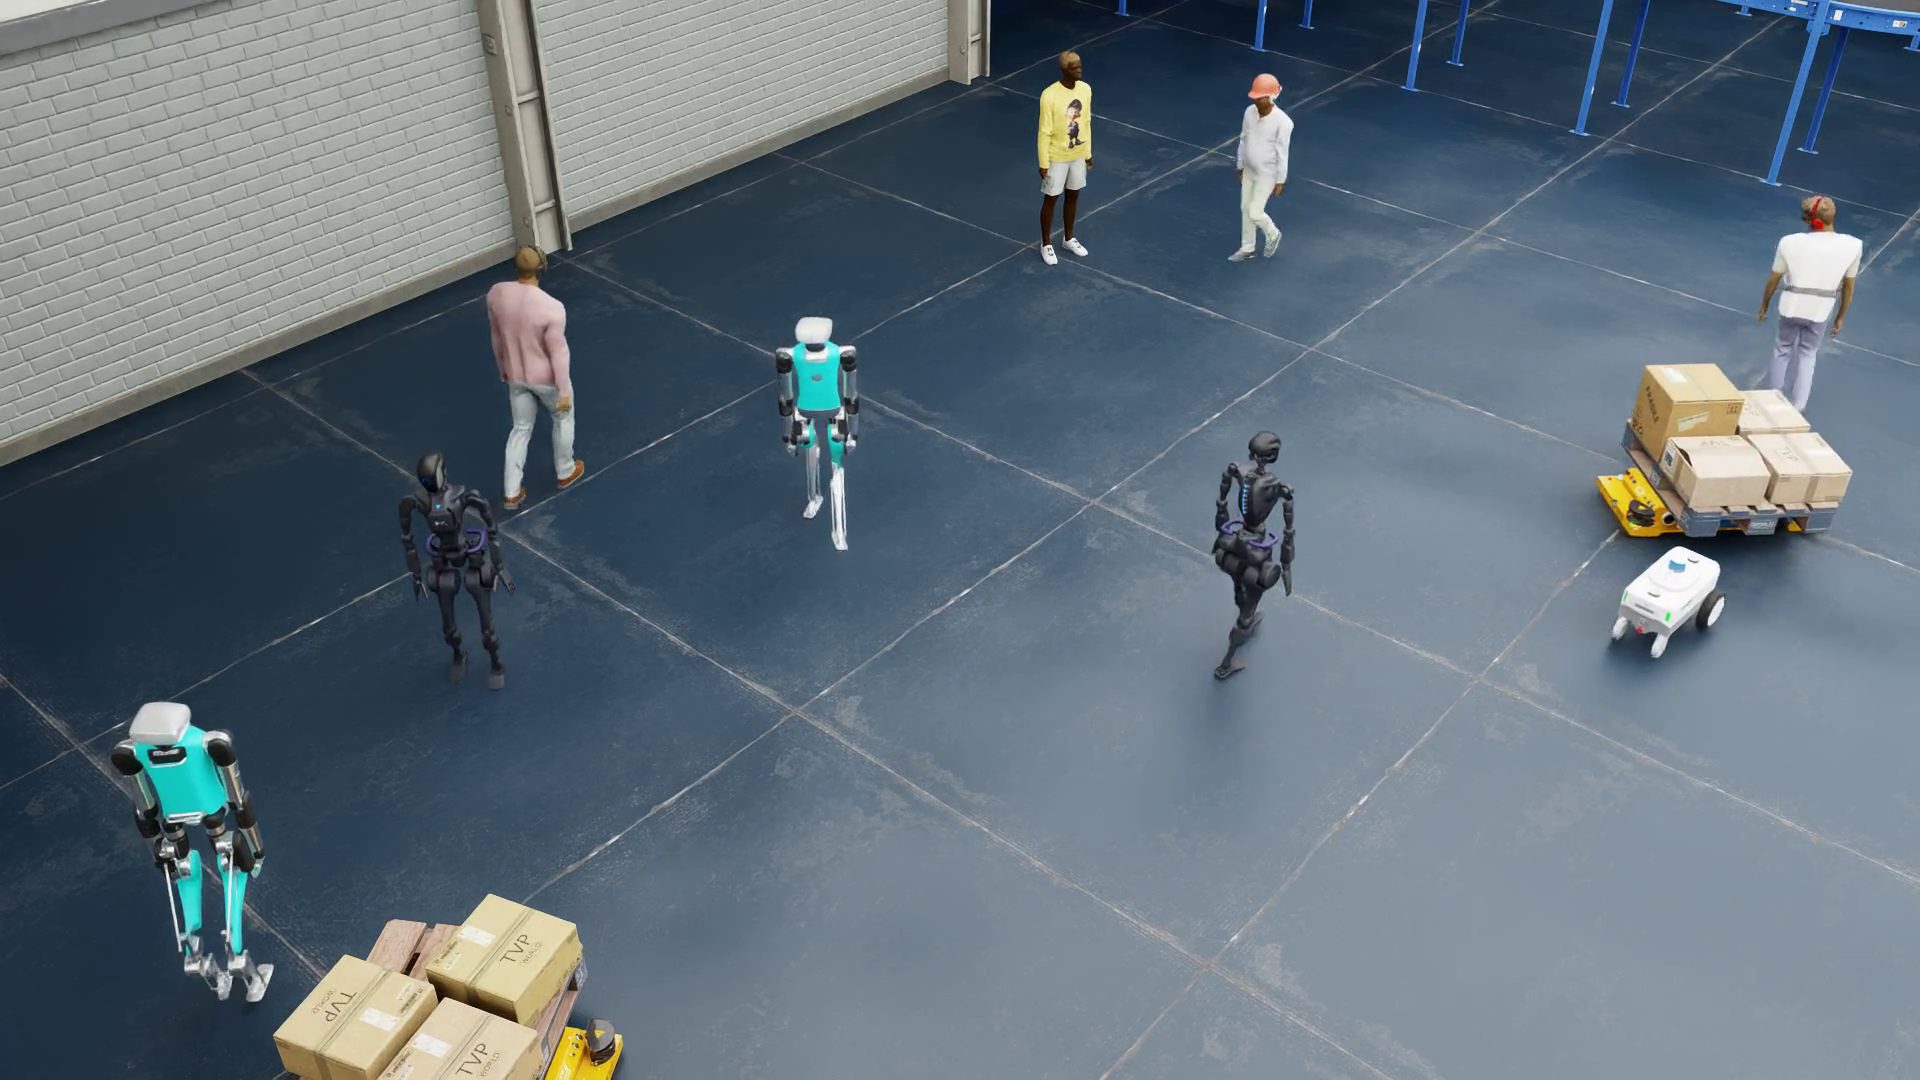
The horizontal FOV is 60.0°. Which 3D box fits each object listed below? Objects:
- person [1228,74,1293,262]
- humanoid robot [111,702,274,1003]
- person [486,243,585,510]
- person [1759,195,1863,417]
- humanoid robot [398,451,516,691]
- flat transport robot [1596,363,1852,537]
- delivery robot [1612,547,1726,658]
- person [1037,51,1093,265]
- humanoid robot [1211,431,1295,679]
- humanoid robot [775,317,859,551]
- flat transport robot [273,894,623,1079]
[{"bbox_3d":[2.648,-3.274,14.716,0.413,1.733,0.580,-20,40,-25],"label":"person"},{"bbox_3d":[-3.584,1.622,7.850,0.535,1.805,0.670,-4,36,-6],"label":"humanoid robot"},{"bbox_3d":[-3.010,-1.096,11.555,0.677,1.885,0.743,12,37,16],"label":"person"},{"bbox_3d":[6.318,-1.725,12.483,0.598,1.798,0.496,13,38,18],"label":"person"},{"bbox_3d":[-2.986,0.165,9.940,0.611,1.648,0.369,-3,36,-5],"label":"humanoid robot"},{"bbox_3d":[5.349,-0.302,11.812,1.431,0.231,0.659,-2,36,-3],"label":"flat transport robot"},{"bbox_3d":[4.534,0.349,10.637,0.769,0.577,0.499,-29,45,-34],"label":"delivery robot"},{"bbox_3d":[0.929,-3.397,14.753,0.555,1.899,0.370,-19,40,-25],"label":"person"},{"bbox_3d":[1.796,0.043,10.125,0.601,1.635,0.669,29,45,34],"label":"humanoid robot"},{"bbox_3d":[-0.947,-0.831,11.299,0.530,1.761,0.837,-2,36,-3],"label":"humanoid robot"},{"bbox_3d":[-2.386,2.508,7.866,1.431,0.231,0.659,5,36,7],"label":"flat transport robot"}]
